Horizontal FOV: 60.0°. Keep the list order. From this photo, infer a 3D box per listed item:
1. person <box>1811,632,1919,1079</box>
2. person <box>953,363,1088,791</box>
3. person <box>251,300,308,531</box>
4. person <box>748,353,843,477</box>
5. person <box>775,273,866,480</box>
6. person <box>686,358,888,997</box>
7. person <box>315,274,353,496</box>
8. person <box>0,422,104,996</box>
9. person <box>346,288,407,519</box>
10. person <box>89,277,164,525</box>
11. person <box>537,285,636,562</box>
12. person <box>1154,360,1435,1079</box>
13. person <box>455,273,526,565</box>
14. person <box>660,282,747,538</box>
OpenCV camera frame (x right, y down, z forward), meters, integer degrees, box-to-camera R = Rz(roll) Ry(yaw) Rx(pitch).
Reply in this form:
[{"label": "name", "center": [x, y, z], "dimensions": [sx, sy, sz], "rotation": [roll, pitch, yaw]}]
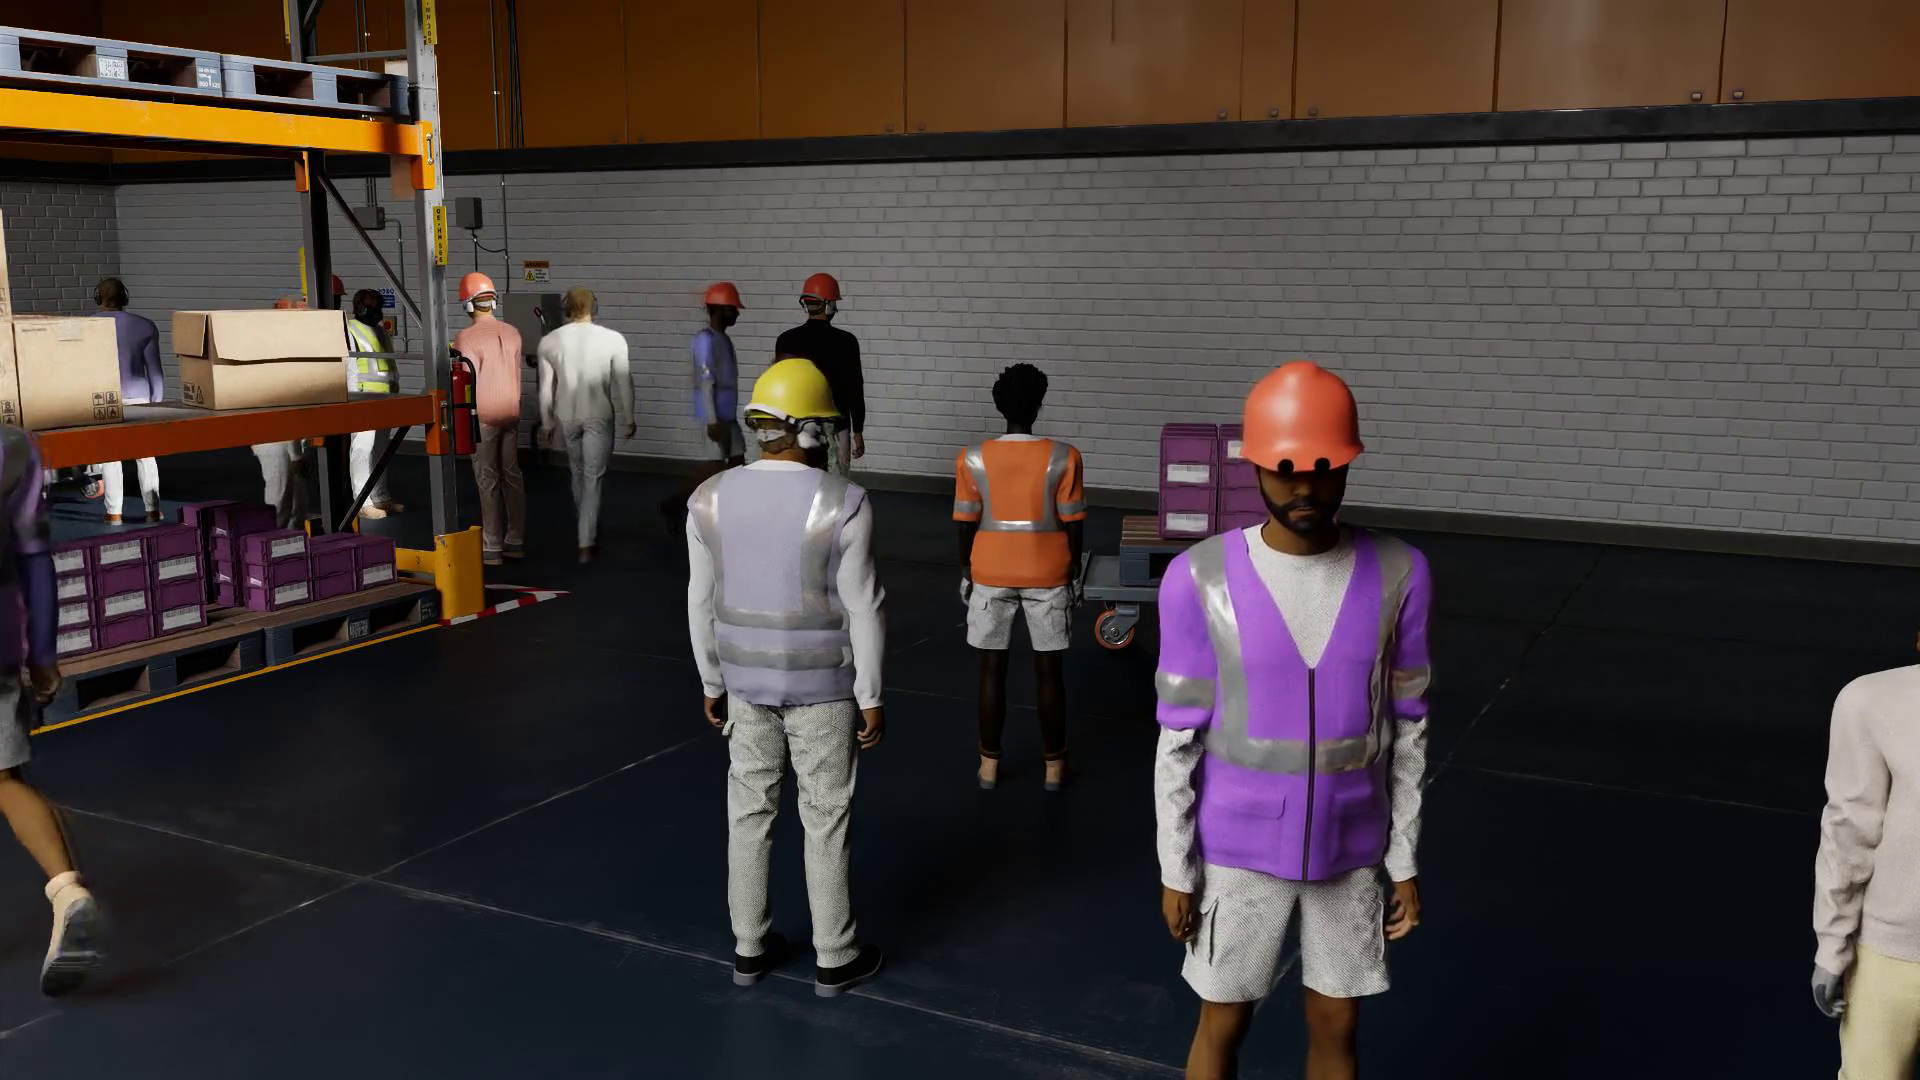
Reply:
[{"label": "person", "center": [1.854, 0.792, 3.097], "dimensions": [0.498, 1.629, 0.277], "rotation": [4, 10, 20]}, {"label": "person", "center": [0.241, 0.154, 6.574], "dimensions": [0.529, 1.697, 0.321], "rotation": [2, 10, 9]}, {"label": "person", "center": [-4.216, -0.563, 10.359], "dimensions": [0.549, 1.841, 0.768], "rotation": [-5, 11, -25]}, {"label": "person", "center": [-0.896, -0.248, 9.218], "dimensions": [0.517, 1.585, 0.861], "rotation": [7, 12, 37]}, {"label": "person", "center": [-0.901, -0.734, 10.857], "dimensions": [0.622, 1.994, 0.381], "rotation": [4, 10, 20]}, {"label": "person", "center": [-0.478, 0.397, 4.788], "dimensions": [0.600, 1.827, 0.404], "rotation": [4, 10, 20]}, {"label": "person", "center": [-5.479, -1.347, 14.572], "dimensions": [0.545, 1.938, 0.361], "rotation": [3, 10, 17]}, {"label": "person", "center": [-2.818, 0.325, 4.677], "dimensions": [0.832, 2.023, 0.609], "rotation": [7, 12, 34]}, {"label": "person", "center": [-4.745, -1.101, 13.435], "dimensions": [0.429, 1.842, 0.622], "rotation": [2, 10, 11]}, {"label": "person", "center": [-6.576, -1.082, 13.035], "dimensions": [0.629, 1.940, 0.373], "rotation": [-6, 11, -30]}, {"label": "person", "center": [-2.611, -0.837, 11.751], "dimensions": [0.631, 1.890, 0.964], "rotation": [1, 10, 7]}, {"label": "person", "center": [0.660, 0.609, 3.302], "dimensions": [0.548, 1.929, 0.414], "rotation": [0, 10, -1]}, {"label": "person", "center": [-3.236, -0.824, 11.397], "dimensions": [0.391, 1.989, 0.610], "rotation": [4, 11, 23]}, {"label": "person", "center": [-1.800, -0.924, 12.171], "dimensions": [0.750, 1.918, 0.587], "rotation": [2, 10, 14]}]
